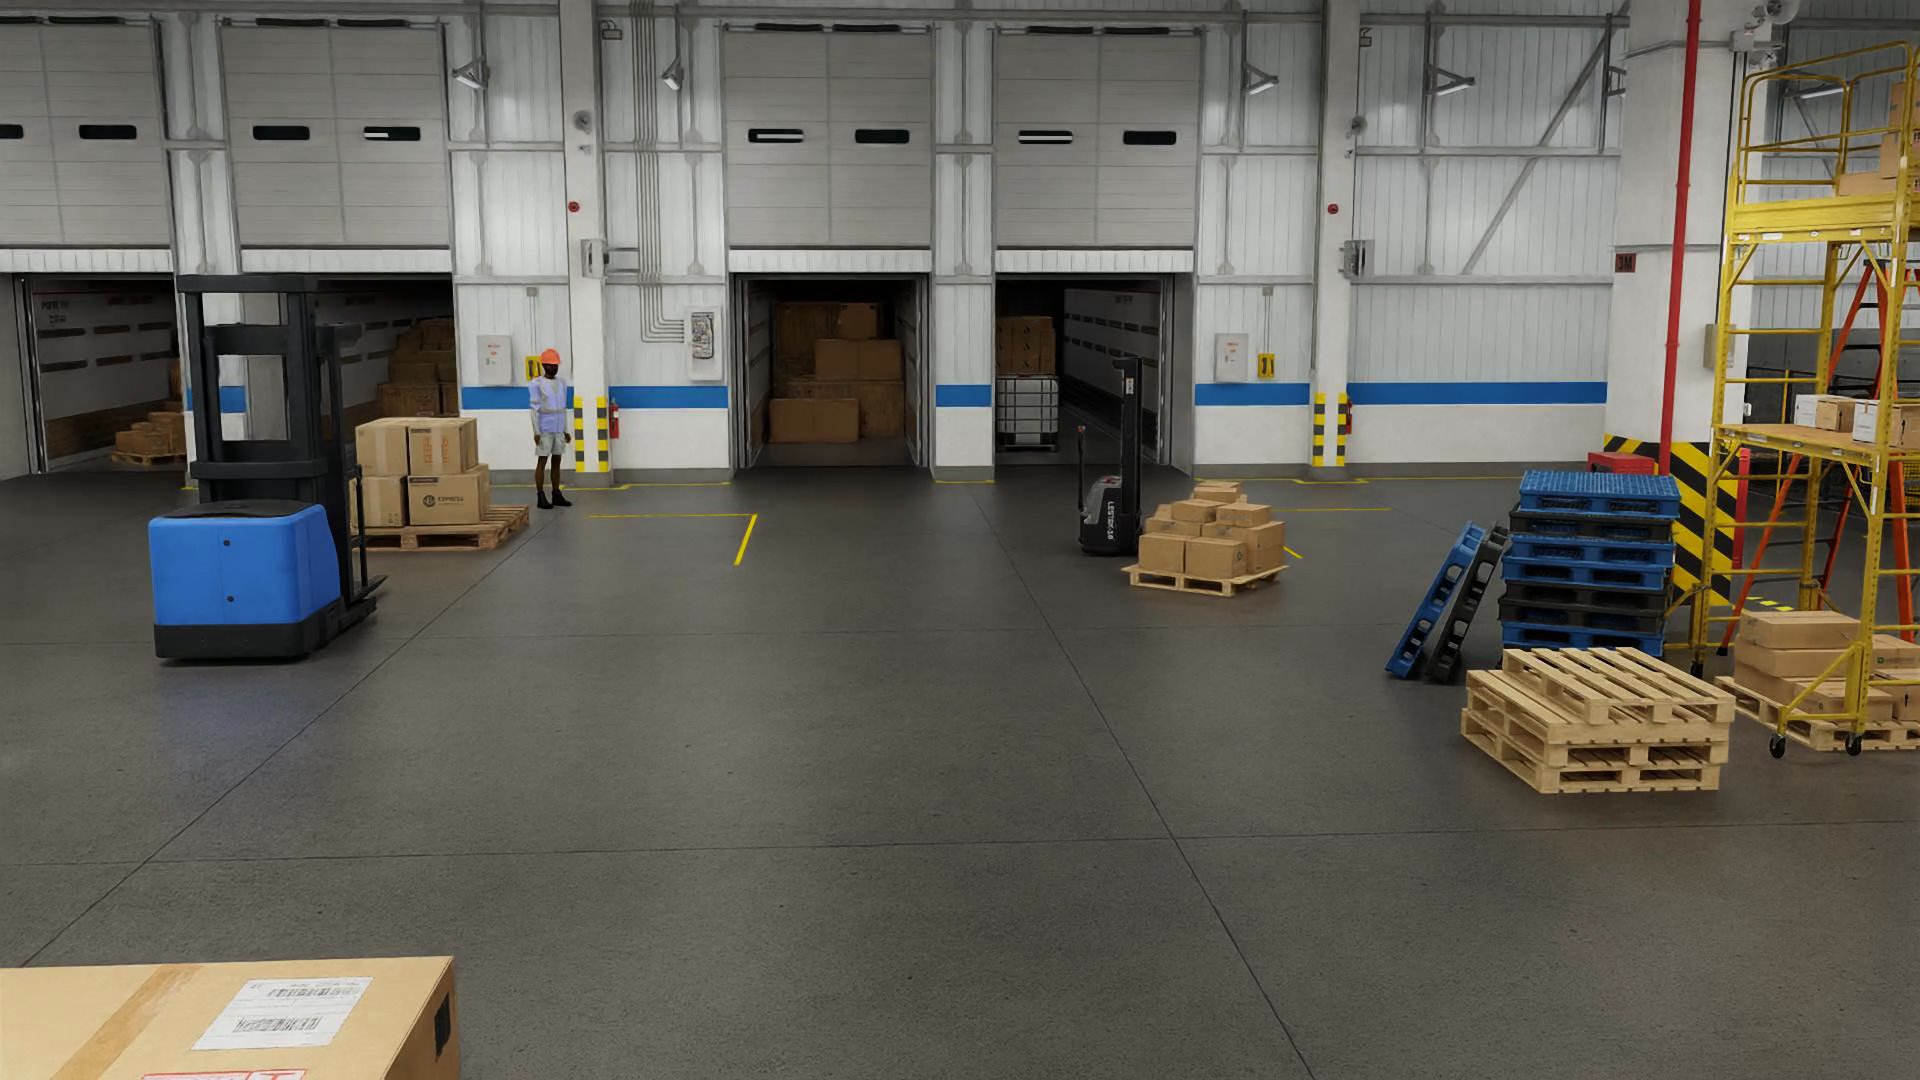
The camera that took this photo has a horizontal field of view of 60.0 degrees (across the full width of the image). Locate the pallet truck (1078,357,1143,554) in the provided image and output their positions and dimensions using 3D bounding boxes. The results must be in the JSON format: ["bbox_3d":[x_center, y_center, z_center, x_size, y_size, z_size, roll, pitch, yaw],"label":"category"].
[{"bbox_3d":[2.088,-0.836,16.757,1.885,1.965,0.823,2,9,13],"label":"pallet truck"}]

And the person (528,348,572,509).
[{"bbox_3d":[-4.948,-1.348,20.156,0.364,1.939,0.542,7,11,36],"label":"person"}]

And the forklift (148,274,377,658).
[{"bbox_3d":[-5.348,-0.627,12.681,1.129,2.768,1.873,-1,9,-4],"label":"forklift"}]
